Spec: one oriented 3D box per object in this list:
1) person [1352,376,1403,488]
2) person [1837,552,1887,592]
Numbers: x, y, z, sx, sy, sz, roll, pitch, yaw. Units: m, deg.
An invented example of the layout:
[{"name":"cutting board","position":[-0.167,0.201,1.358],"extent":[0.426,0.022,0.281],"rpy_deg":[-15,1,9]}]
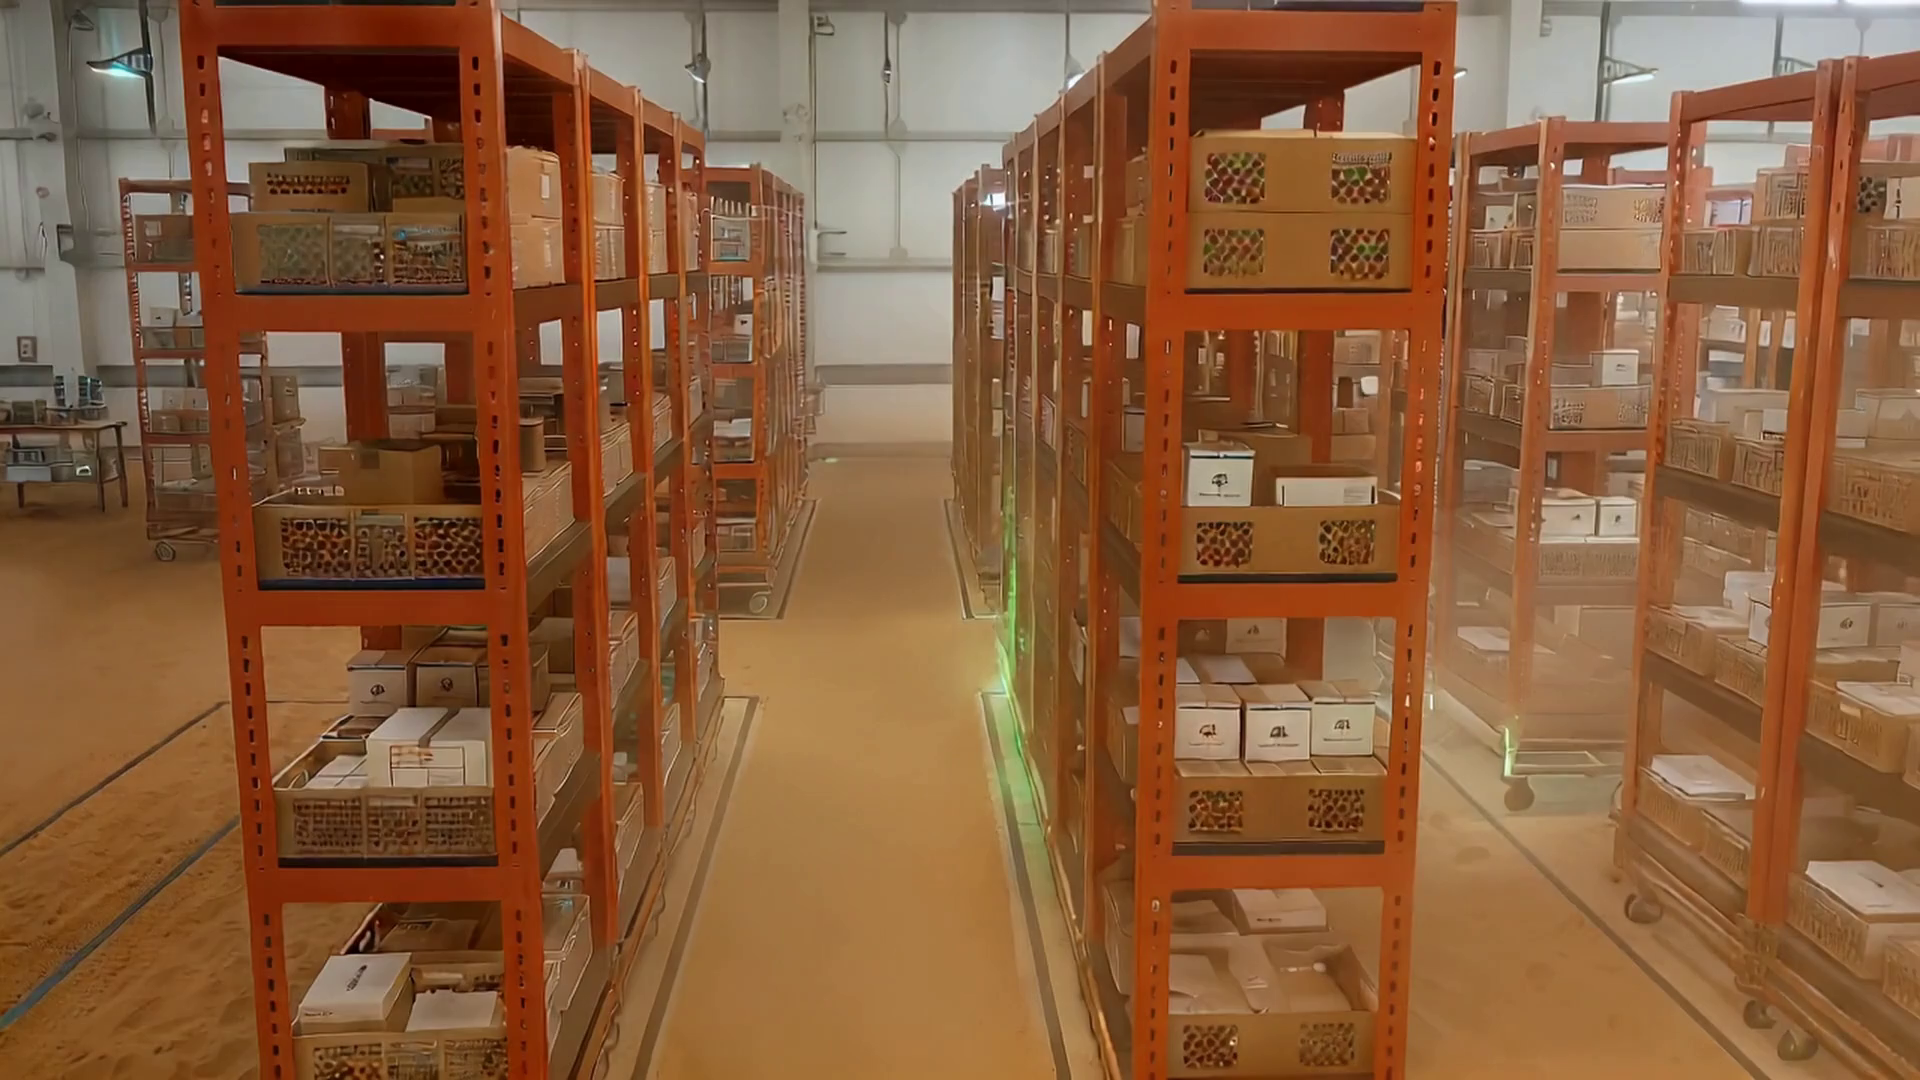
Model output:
[{"name":"person","position":[4.000,-0.775,16.295],"extent":[0.591,1.787,0.987],"rpy_deg":[-2,10,-9]},{"name":"person","position":[6.706,-0.082,12.239],"extent":[0.603,1.830,0.404],"rpy_deg":[-4,11,-24]}]
